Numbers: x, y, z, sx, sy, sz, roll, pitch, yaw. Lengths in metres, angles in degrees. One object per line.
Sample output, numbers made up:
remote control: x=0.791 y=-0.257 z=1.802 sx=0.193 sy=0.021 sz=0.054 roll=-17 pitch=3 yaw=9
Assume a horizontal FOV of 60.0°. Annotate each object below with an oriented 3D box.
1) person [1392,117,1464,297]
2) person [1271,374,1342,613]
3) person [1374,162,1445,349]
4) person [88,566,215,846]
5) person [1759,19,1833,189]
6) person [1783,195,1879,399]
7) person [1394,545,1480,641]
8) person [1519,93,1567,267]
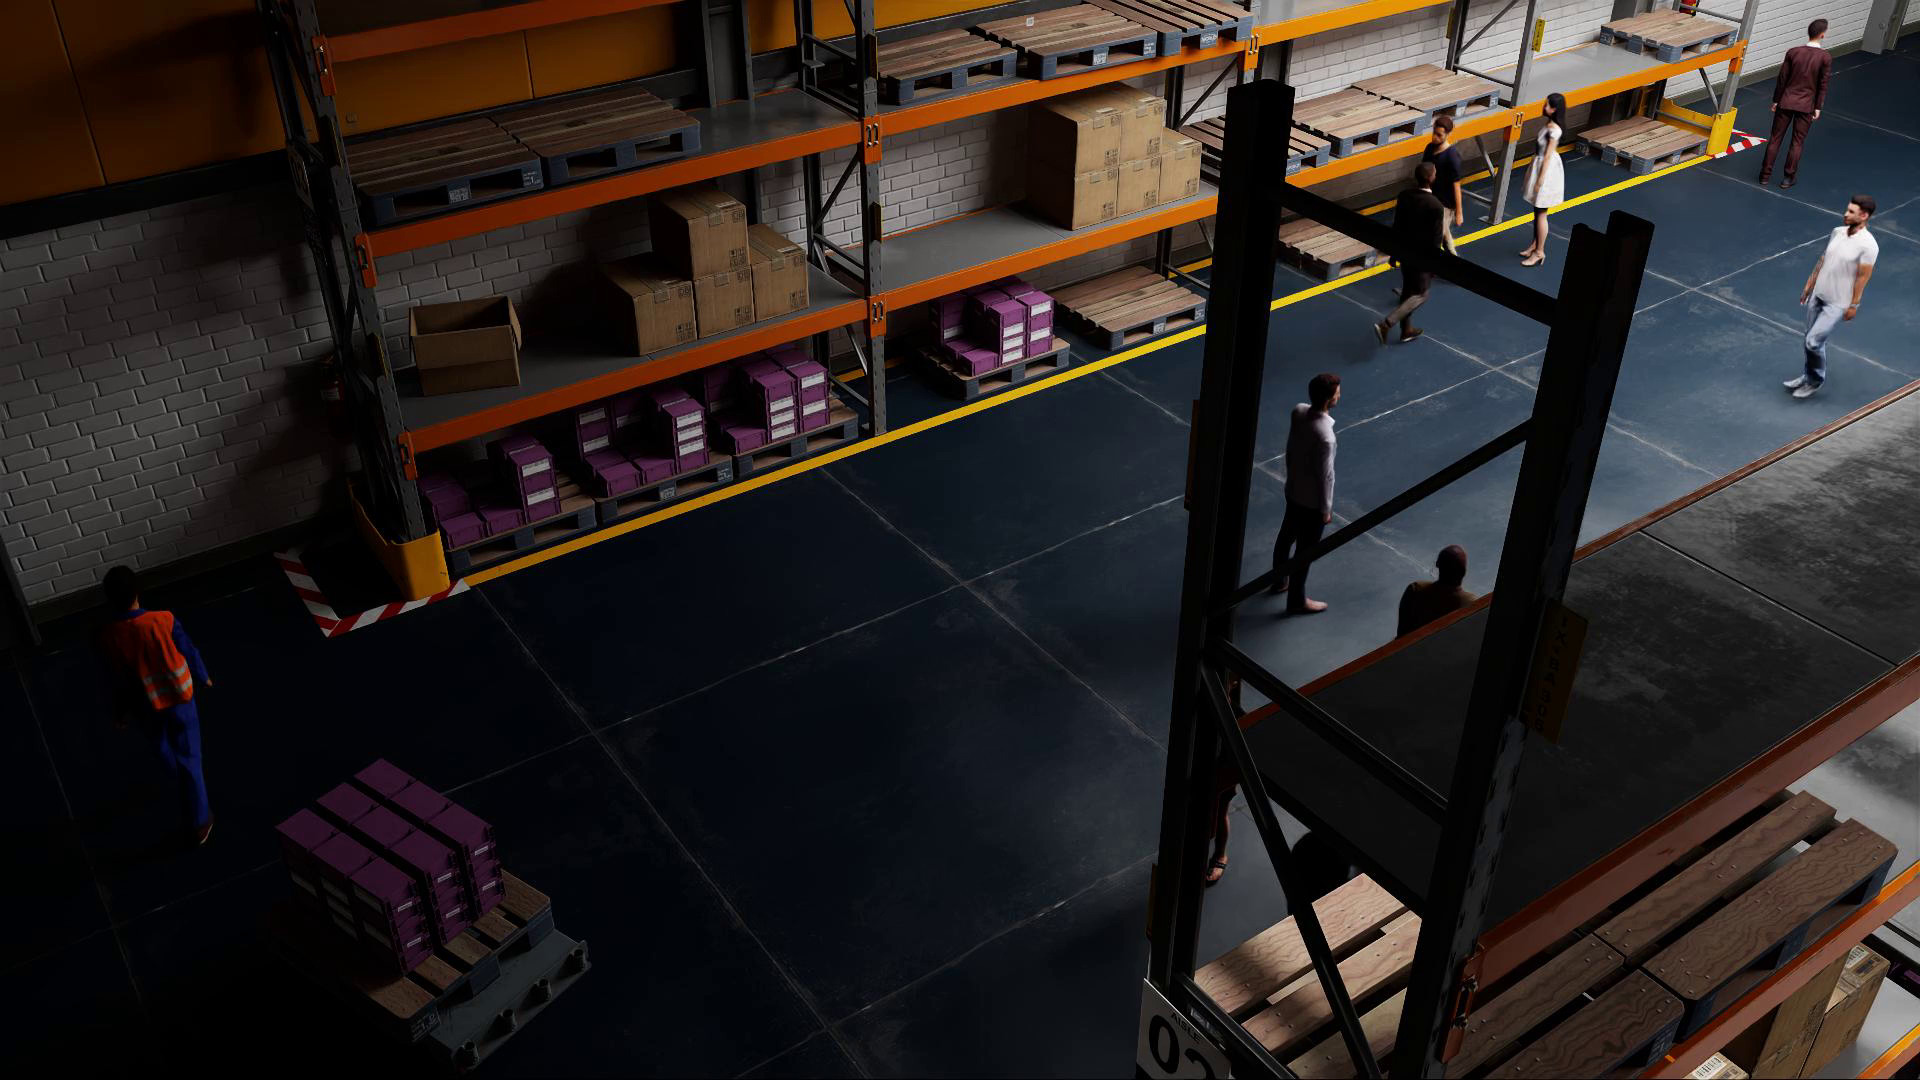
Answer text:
person: x=4.740 y=-3.249 z=16.239 sx=1.274 sy=1.785 sz=0.935 roll=-10 pitch=35 yaw=-15
person: x=2.464 y=-0.350 z=11.821 sx=0.674 sy=1.848 sz=0.742 roll=-10 pitch=35 yaw=-14
person: x=4.113 y=-2.562 z=15.206 sx=0.973 sy=1.784 sz=0.670 roll=-21 pitch=39 yaw=-28
person: x=-4.701 y=1.012 z=9.784 sx=1.078 sy=1.834 sz=0.970 roll=-9 pitch=35 yaw=-14
person: x=9.382 y=-4.889 z=18.636 sx=0.756 sy=1.862 sz=0.716 roll=21 pitch=39 yaw=28
person: x=7.663 y=-2.116 z=14.476 sx=0.797 sy=1.850 sz=0.789 roll=-5 pitch=34 yaw=-7
person: x=2.847 y=0.865 z=10.025 sx=0.859 sy=1.812 sz=0.937 roll=22 pitch=40 yaw=30
person: x=5.916 y=-3.651 z=16.859 sx=0.847 sy=1.769 sz=0.778 roll=8 pitch=34 yaw=11
